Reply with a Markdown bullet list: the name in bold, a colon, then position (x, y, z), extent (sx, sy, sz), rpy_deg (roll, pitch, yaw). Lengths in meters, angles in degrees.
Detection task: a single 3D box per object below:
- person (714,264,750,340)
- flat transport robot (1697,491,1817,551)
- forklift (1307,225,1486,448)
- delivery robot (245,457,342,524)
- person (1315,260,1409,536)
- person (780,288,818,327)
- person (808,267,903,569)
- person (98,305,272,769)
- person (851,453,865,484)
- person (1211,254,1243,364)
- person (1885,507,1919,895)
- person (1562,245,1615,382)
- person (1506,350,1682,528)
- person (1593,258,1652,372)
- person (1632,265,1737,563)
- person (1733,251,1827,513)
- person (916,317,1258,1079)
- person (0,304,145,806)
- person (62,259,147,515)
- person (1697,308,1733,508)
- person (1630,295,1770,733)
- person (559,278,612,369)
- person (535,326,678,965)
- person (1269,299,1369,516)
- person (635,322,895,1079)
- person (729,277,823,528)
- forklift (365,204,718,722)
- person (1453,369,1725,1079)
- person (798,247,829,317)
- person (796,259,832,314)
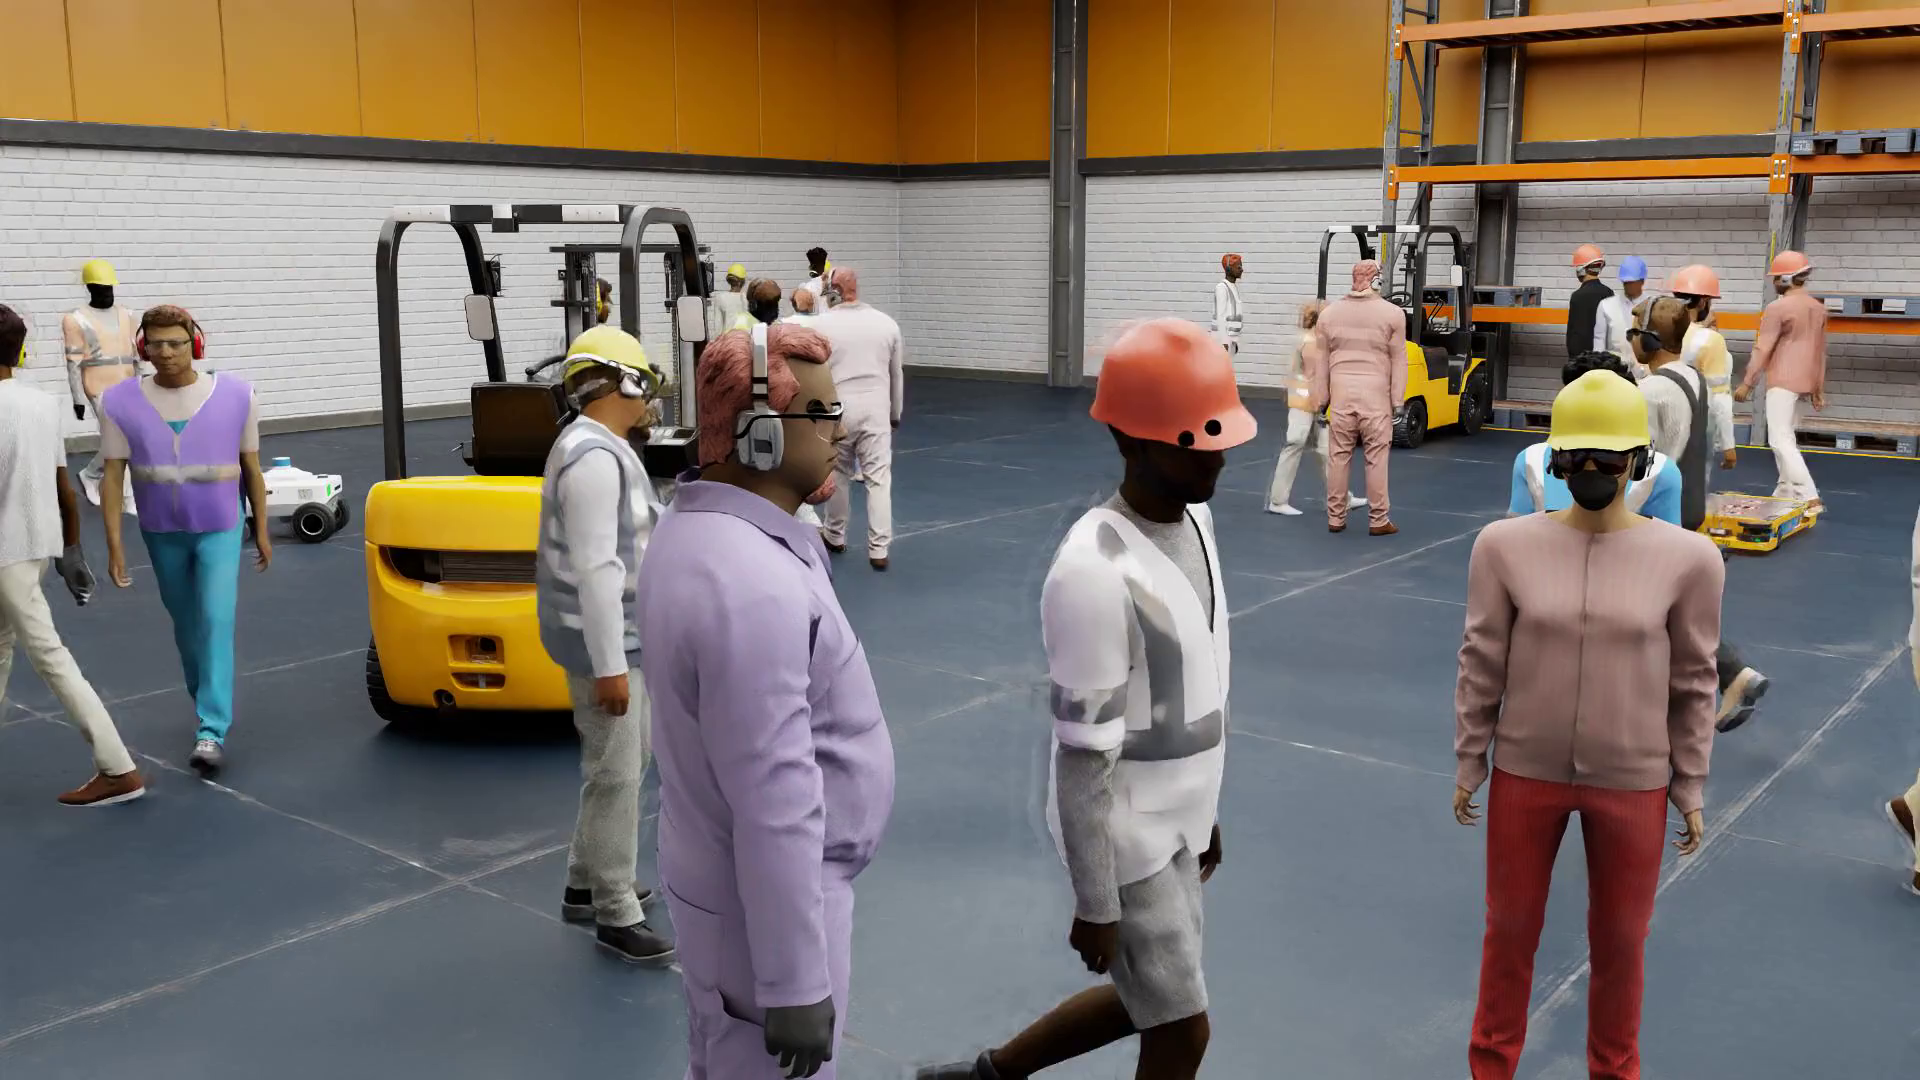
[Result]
- **person**: position (-2.503, -2.214, 18.730), extent (0.531, 1.768, 0.311), rpy_deg (2, 10, 11)
- **flat transport robot**: position (5.356, -0.143, 11.397), extent (0.652, 0.197, 1.431), rpy_deg (8, 13, 38)
- **forklift**: position (4.449, -2.115, 16.993), extent (1.214, 2.155, 2.313), rpy_deg (8, 13, 38)
- **delivery robot**: position (-4.607, -0.321, 11.336), extent (0.707, 0.478, 0.477), rpy_deg (-1, 10, -7)
- **person**: position (2.788, -0.979, 11.522), extent (0.640, 1.901, 0.401), rpy_deg (6, 12, 32)
- **person**: position (-1.483, -1.506, 15.283), extent (0.520, 1.595, 0.865), rpy_deg (-9, 14, -41)
- **person**: position (-0.683, -0.778, 10.509), extent (0.683, 1.849, 0.975), rpy_deg (-4, 11, -19)
- **person**: position (-3.035, -0.023, 6.537), extent (0.577, 1.785, 0.990), rpy_deg (-3, 11, -16)
- **person**: position (-1.010, -1.357, 14.071), extent (0.546, 1.740, 0.761), rpy_deg (-6, 12, -30)
- **person**: position (2.970, -2.220, 18.438), extent (0.360, 1.883, 0.574), rpy_deg (4, 11, 23)
- **person**: position (3.028, 0.334, 5.017), extent (0.536, 1.612, 0.401), rpy_deg (-5, 11, -24)
- **person**: position (5.417, -1.550, 14.418), extent (0.614, 1.990, 0.392), rpy_deg (-9, 14, -41)
- **person**: position (1.979, 0.249, 5.274), extent (0.537, 1.695, 0.320), rpy_deg (7, 12, 33)
- **person**: position (5.652, -1.430, 14.067), extent (0.584, 1.880, 1.016), rpy_deg (7, 12, 35)
- **person**: position (4.195, -0.622, 9.562), extent (1.012, 1.879, 0.585), rpy_deg (-5, 11, -24)
- **person**: position (6.183, -1.142, 12.288), extent (0.638, 1.959, 0.679), rpy_deg (-6, 12, -30)
- **person**: position (0.261, 0.530, 3.135), extent (0.725, 1.908, 0.575), rpy_deg (5, 11, 24)
- **person**: position (-3.439, 0.072, 5.941), extent (0.993, 1.812, 0.508), rpy_deg (0, 10, 0)
- **person**: position (-6.411, -1.143, 12.439), extent (0.831, 1.904, 0.594), rpy_deg (5, 11, 24)
- **person**: position (4.867, -0.749, 11.071), extent (0.529, 1.612, 0.553), rpy_deg (8, 13, 39)
- **person**: position (2.879, -0.063, 6.671), extent (0.510, 1.824, 0.638), rpy_deg (-10, 14, -43)
- **person**: position (-2.325, -0.701, 10.257), extent (0.990, 1.818, 0.513), rpy_deg (-9, 14, -41)
- **person**: position (-0.994, 0.305, 4.731), extent (0.423, 1.789, 0.641), rpy_deg (-1, 10, -5)
- **person**: position (2.662, -0.959, 12.225), extent (0.775, 1.601, 0.533), rpy_deg (4, 11, 19)
- **person**: position (-0.306, 0.599, 2.751), extent (0.407, 1.906, 0.654), rpy_deg (-3, 11, -17)
- **person**: position (-1.203, -0.799, 10.840), extent (0.855, 1.789, 0.652), rpy_deg (4, 11, 20)
- **forklift**: position (-1.766, -0.406, 7.525), extent (1.214, 2.155, 2.313), rpy_deg (1, 10, 7)
- **person**: position (1.339, 0.516, 3.603), extent (0.533, 1.767, 0.312), rpy_deg (4, 11, 21)
- **person**: position (-1.510, -2.193, 18.077), extent (0.603, 1.959, 0.380), rpy_deg (-8, 13, -37)
- **person**: position (-1.500, -2.145, 18.162), extent (0.597, 1.832, 0.404), rpy_deg (6, 12, 31)
